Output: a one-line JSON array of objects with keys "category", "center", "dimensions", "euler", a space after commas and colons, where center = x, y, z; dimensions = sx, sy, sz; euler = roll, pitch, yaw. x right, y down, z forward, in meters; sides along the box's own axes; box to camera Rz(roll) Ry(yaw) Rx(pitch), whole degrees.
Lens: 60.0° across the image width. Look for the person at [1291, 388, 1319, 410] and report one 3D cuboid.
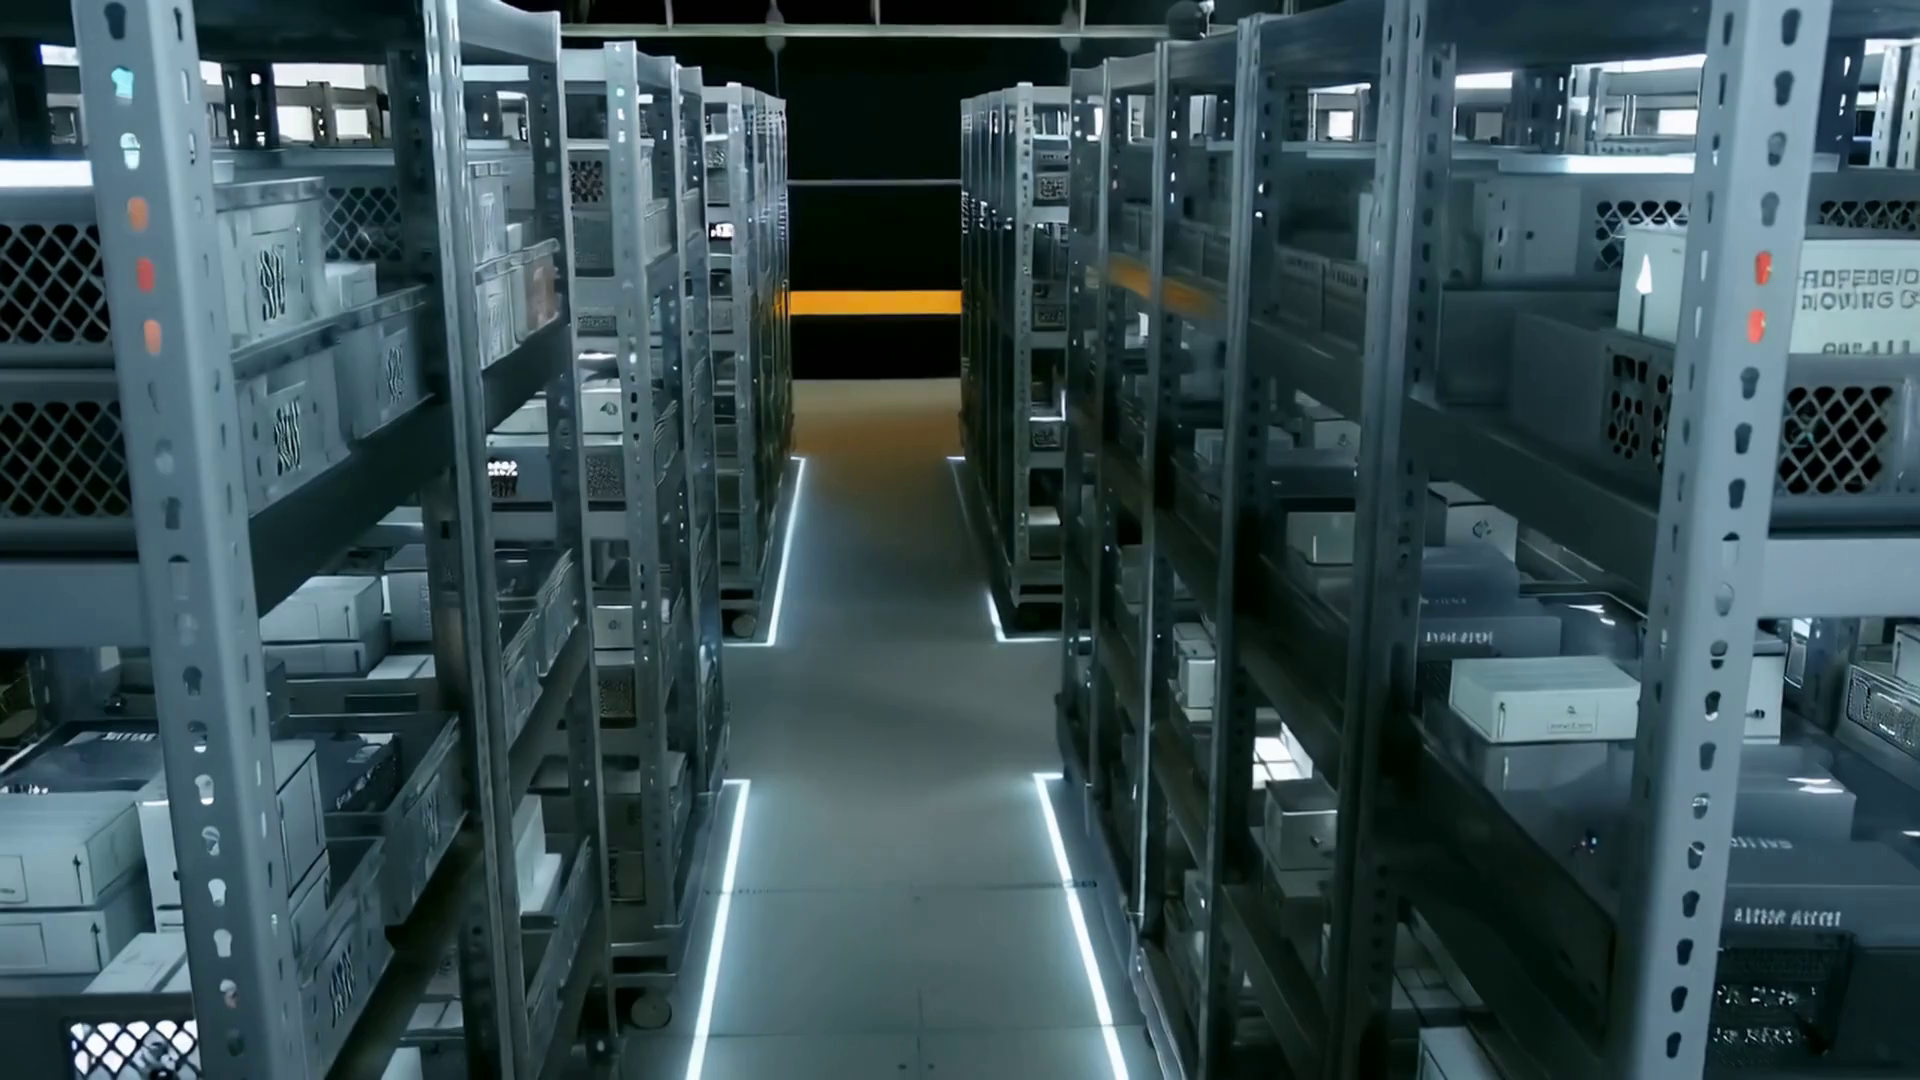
[{"category": "person", "center": [2.149, -0.107, 10.453], "dimensions": [0.769, 1.812, 0.579], "euler": [-2, 14, -8]}]
